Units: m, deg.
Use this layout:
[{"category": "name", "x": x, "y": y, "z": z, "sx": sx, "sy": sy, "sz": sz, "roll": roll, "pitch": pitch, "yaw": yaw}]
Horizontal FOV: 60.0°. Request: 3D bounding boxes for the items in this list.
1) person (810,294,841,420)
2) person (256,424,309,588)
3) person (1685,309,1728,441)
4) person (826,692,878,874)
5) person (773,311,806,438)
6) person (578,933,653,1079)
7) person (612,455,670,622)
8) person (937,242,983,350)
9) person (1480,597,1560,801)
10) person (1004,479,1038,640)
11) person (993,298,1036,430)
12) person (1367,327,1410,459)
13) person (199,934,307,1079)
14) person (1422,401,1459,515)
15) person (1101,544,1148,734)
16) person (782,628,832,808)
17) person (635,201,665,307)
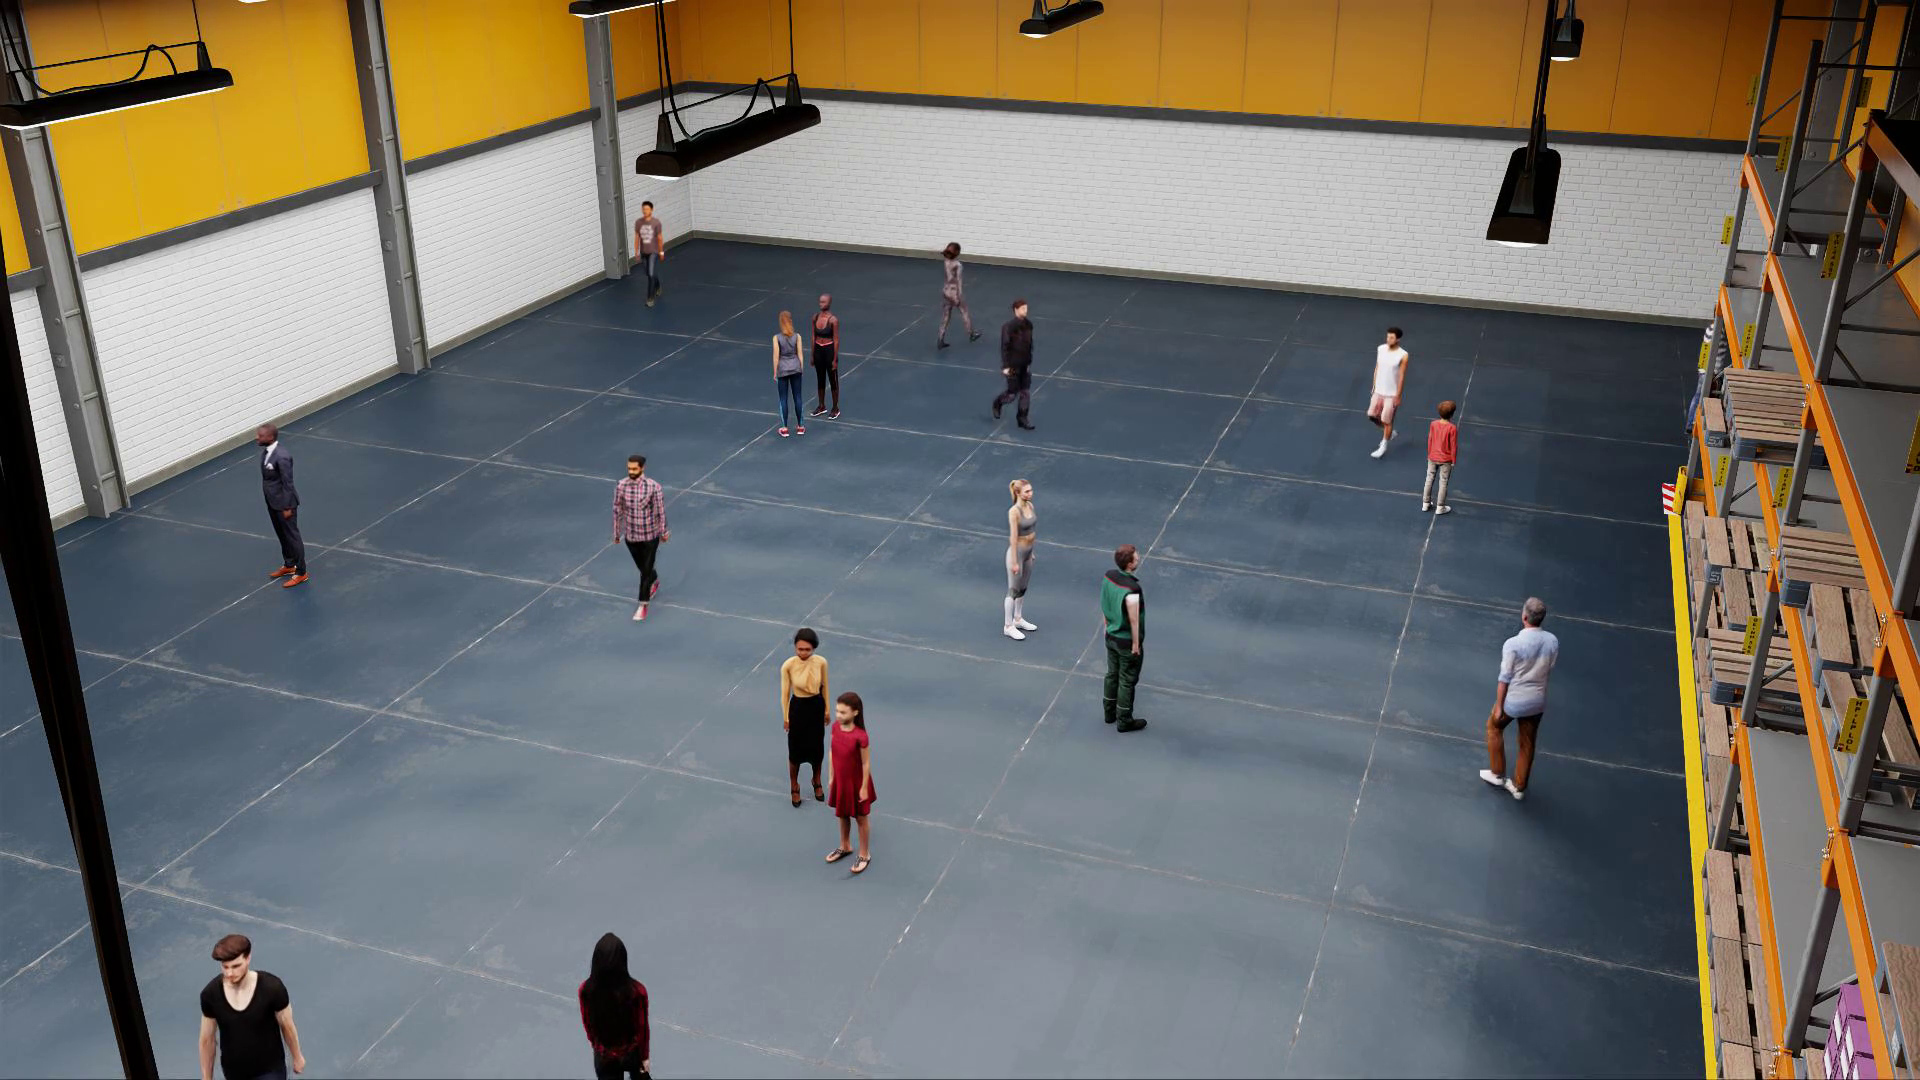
[{"category": "person", "x": -1.865, "y": -2.588, "z": 23.260, "sx": 0.605, "sy": 1.757, "sz": 0.559, "roll": 11, "pitch": 26, "yaw": 24}, {"category": "person", "x": -7.429, "y": -0.415, "z": 18.205, "sx": 0.779, "sy": 1.824, "sz": 0.787, "roll": -20, "pitch": 30, "yaw": -38}, {"category": "person", "x": 10.096, "y": -2.267, "z": 22.408, "sx": 0.752, "sy": 1.851, "sz": 0.531, "roll": 3, "pitch": 24, "yaw": 8}, {"category": "person", "x": -0.869, "y": 1.897, "z": 13.256, "sx": 0.610, "sy": 1.553, "sz": 0.668, "roll": 15, "pitch": 28, "yaw": 31}, {"category": "person", "x": -2.321, "y": -2.263, "z": 22.542, "sx": 0.656, "sy": 1.736, "sz": 0.699, "roll": -7, "pitch": 25, "yaw": -16}, {"category": "person", "x": -2.095, "y": 3.217, "z": 10.154, "sx": 0.825, "sy": 1.618, "sz": 1.113, "roll": 0, "pitch": 24, "yaw": 1}, {"category": "person", "x": -3.340, "y": -0.099, "z": 17.598, "sx": 0.802, "sy": 1.732, "sz": 1.170, "roll": 5, "pitch": 24, "yaw": 12}, {"category": "person", "x": -0.179, "y": -3.817, "z": 26.175, "sx": 1.150, "sy": 1.674, "sz": 0.909, "roll": -20, "pitch": 31, "yaw": -38}, {"category": "person", "x": 4.807, "y": 1.391, "z": 14.094, "sx": 0.838, "sy": 1.807, "sz": 0.872, "roll": -5, "pitch": 24, "yaw": -10}, {"category": "person", "x": 0.618, "y": 0.168, "z": 17.024, "sx": 0.668, "sy": 1.702, "sz": 0.514, "roll": 14, "pitch": 27, "yaw": 29}, {"category": "person", "x": 0.736, "y": -2.417, "z": 22.784, "sx": 1.024, "sy": 1.825, "sz": 1.041, "roll": -18, "pitch": 30, "yaw": -36}, {"category": "person", "x": 5.666, "y": -1.958, "z": 21.797, "sx": 0.925, "sy": 1.776, "sz": 0.857, "roll": -16, "pitch": 28, "yaw": -32}, {"category": "person", "x": -4.241, "y": 3.129, "z": 10.073, "sx": 0.962, "sy": 1.846, "sz": 1.280, "roll": 0, "pitch": 24, "yaw": -1}, {"category": "person", "x": 5.802, "y": -1.006, "z": 20.067, "sx": 0.588, "sy": 1.417, "sz": 0.592, "roll": 20, "pitch": 30, "yaw": 38}, {"category": "person", "x": 1.505, "y": 0.875, "z": 15.232, "sx": 0.786, "sy": 1.842, "sz": 0.747, "roll": -14, "pitch": 27, "yaw": -29}, {"category": "person", "x": -1.300, "y": 1.485, "z": 14.072, "sx": 0.660, "sy": 1.654, "sz": 0.709, "roll": -8, "pitch": 25, "yaw": -18}, {"category": "person", "x": -5.345, "y": -4.980, "z": 28.750, "sx": 0.768, "sy": 1.743, "sz": 1.182, "roll": 4, "pitch": 24, "yaw": 9}]
